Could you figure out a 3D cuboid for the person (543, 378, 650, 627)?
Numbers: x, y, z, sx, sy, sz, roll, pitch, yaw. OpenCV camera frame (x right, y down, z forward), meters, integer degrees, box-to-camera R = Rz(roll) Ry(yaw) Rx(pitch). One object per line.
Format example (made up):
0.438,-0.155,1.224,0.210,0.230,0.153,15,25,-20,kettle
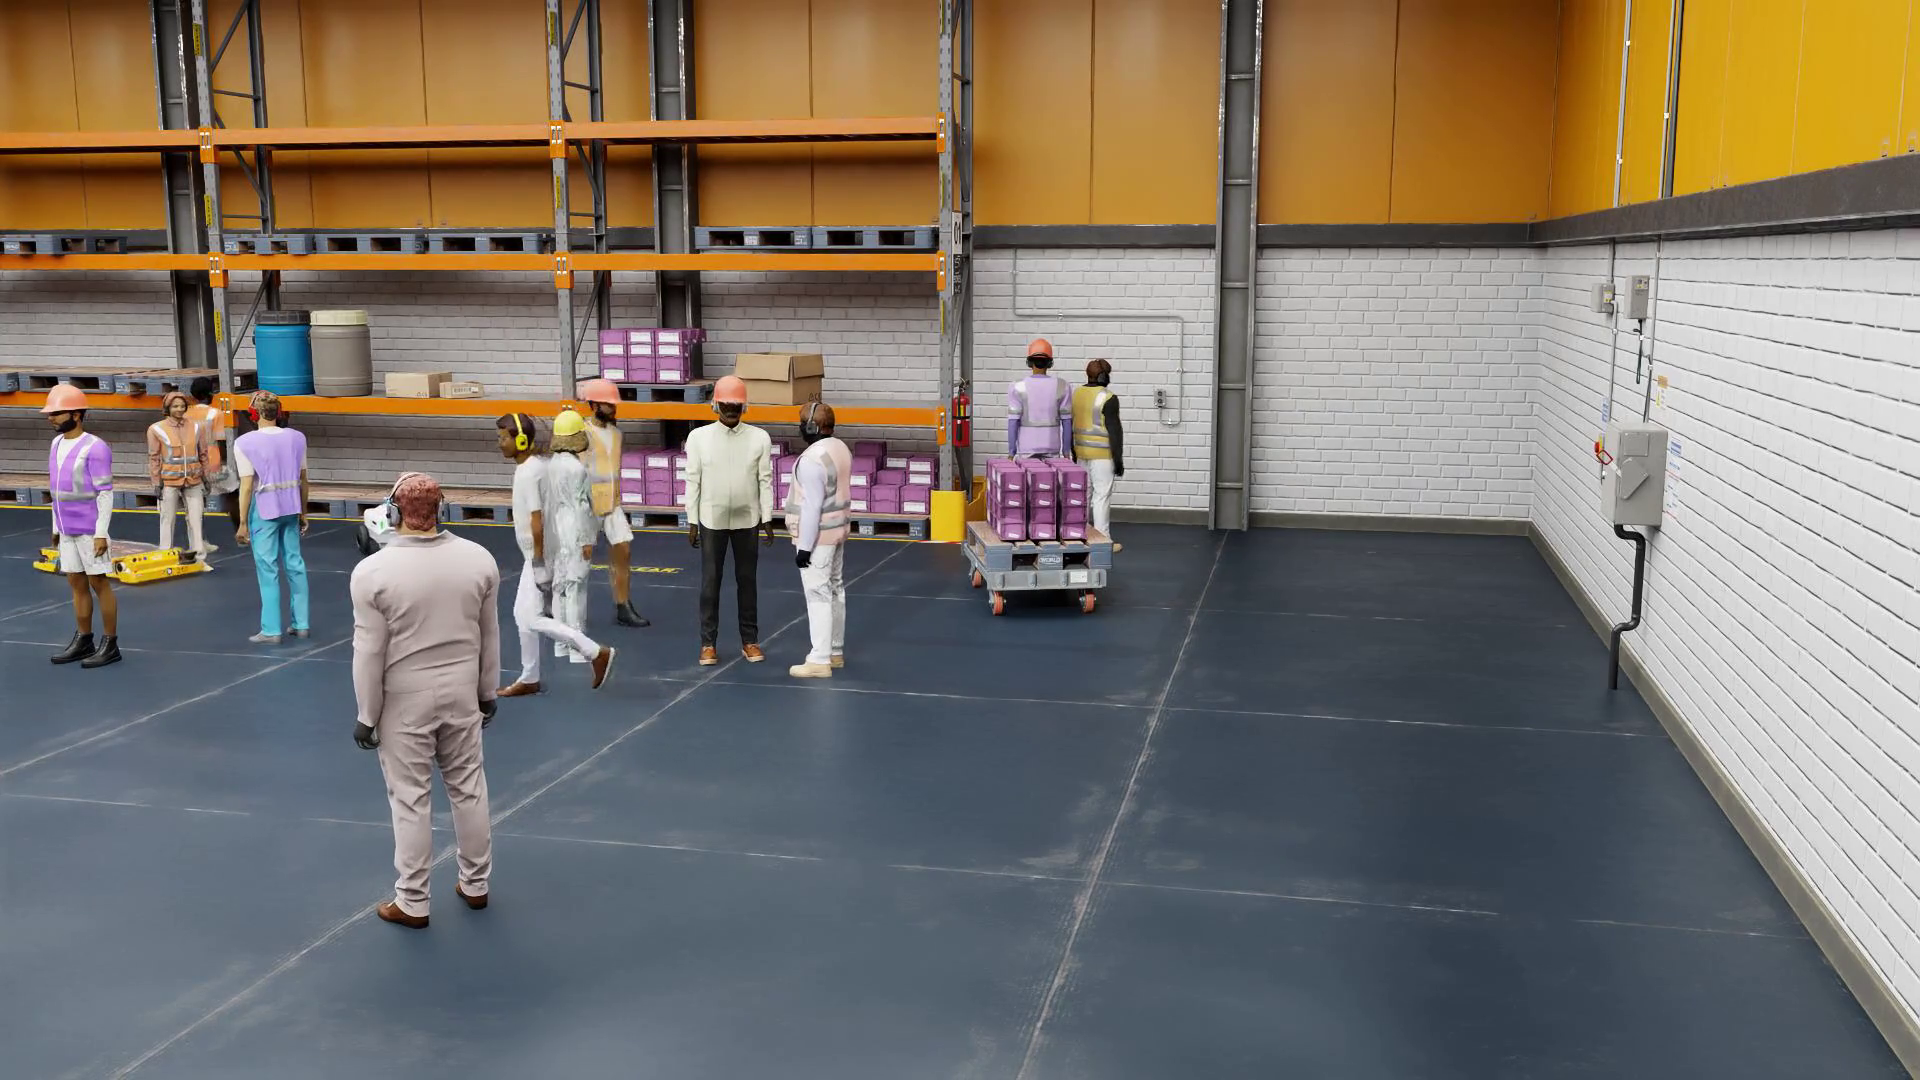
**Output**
-2.828,-0.284,12.657,0.914,1.901,0.565,6,11,33,person

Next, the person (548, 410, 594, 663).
-2.672,-0.025,11.529,0.286,1.746,0.487,-7,12,-36,person

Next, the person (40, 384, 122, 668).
-6.017,-0.093,11.355,0.543,1.940,0.361,5,11,27,person

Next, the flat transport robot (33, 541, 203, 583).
-7.462,0.171,14.723,1.431,0.197,0.652,5,11,29,flat transport robot

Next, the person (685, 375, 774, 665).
-1.580,-0.138,11.454,0.611,1.995,0.381,-3,10,-16,person

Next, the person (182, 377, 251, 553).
-7.127,-0.725,15.885,0.540,1.664,0.742,3,10,16,person

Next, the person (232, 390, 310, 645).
-4.958,-0.161,12.036,0.376,1.844,0.573,6,11,31,person

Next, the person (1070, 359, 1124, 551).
1.308,-0.801,15.839,0.429,1.842,0.649,-8,12,-39,person

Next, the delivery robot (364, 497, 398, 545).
-5.338,-0.161,15.574,0.477,0.478,0.707,-6,11,-31,delivery robot

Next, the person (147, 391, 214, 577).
-6.872,-0.496,14.668,0.318,1.630,0.512,9,13,42,person

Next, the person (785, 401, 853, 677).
-0.950,-0.007,11.135,0.429,1.843,0.632,3,10,15,person

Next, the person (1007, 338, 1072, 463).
0.741,-0.868,15.639,0.616,2.041,0.375,-1,10,-7,person

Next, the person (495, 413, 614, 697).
-2.600,0.105,10.498,0.682,1.841,0.569,-2,10,-12,person

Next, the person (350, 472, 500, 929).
-2.242,0.663,6.979,0.409,1.907,0.651,9,13,44,person
